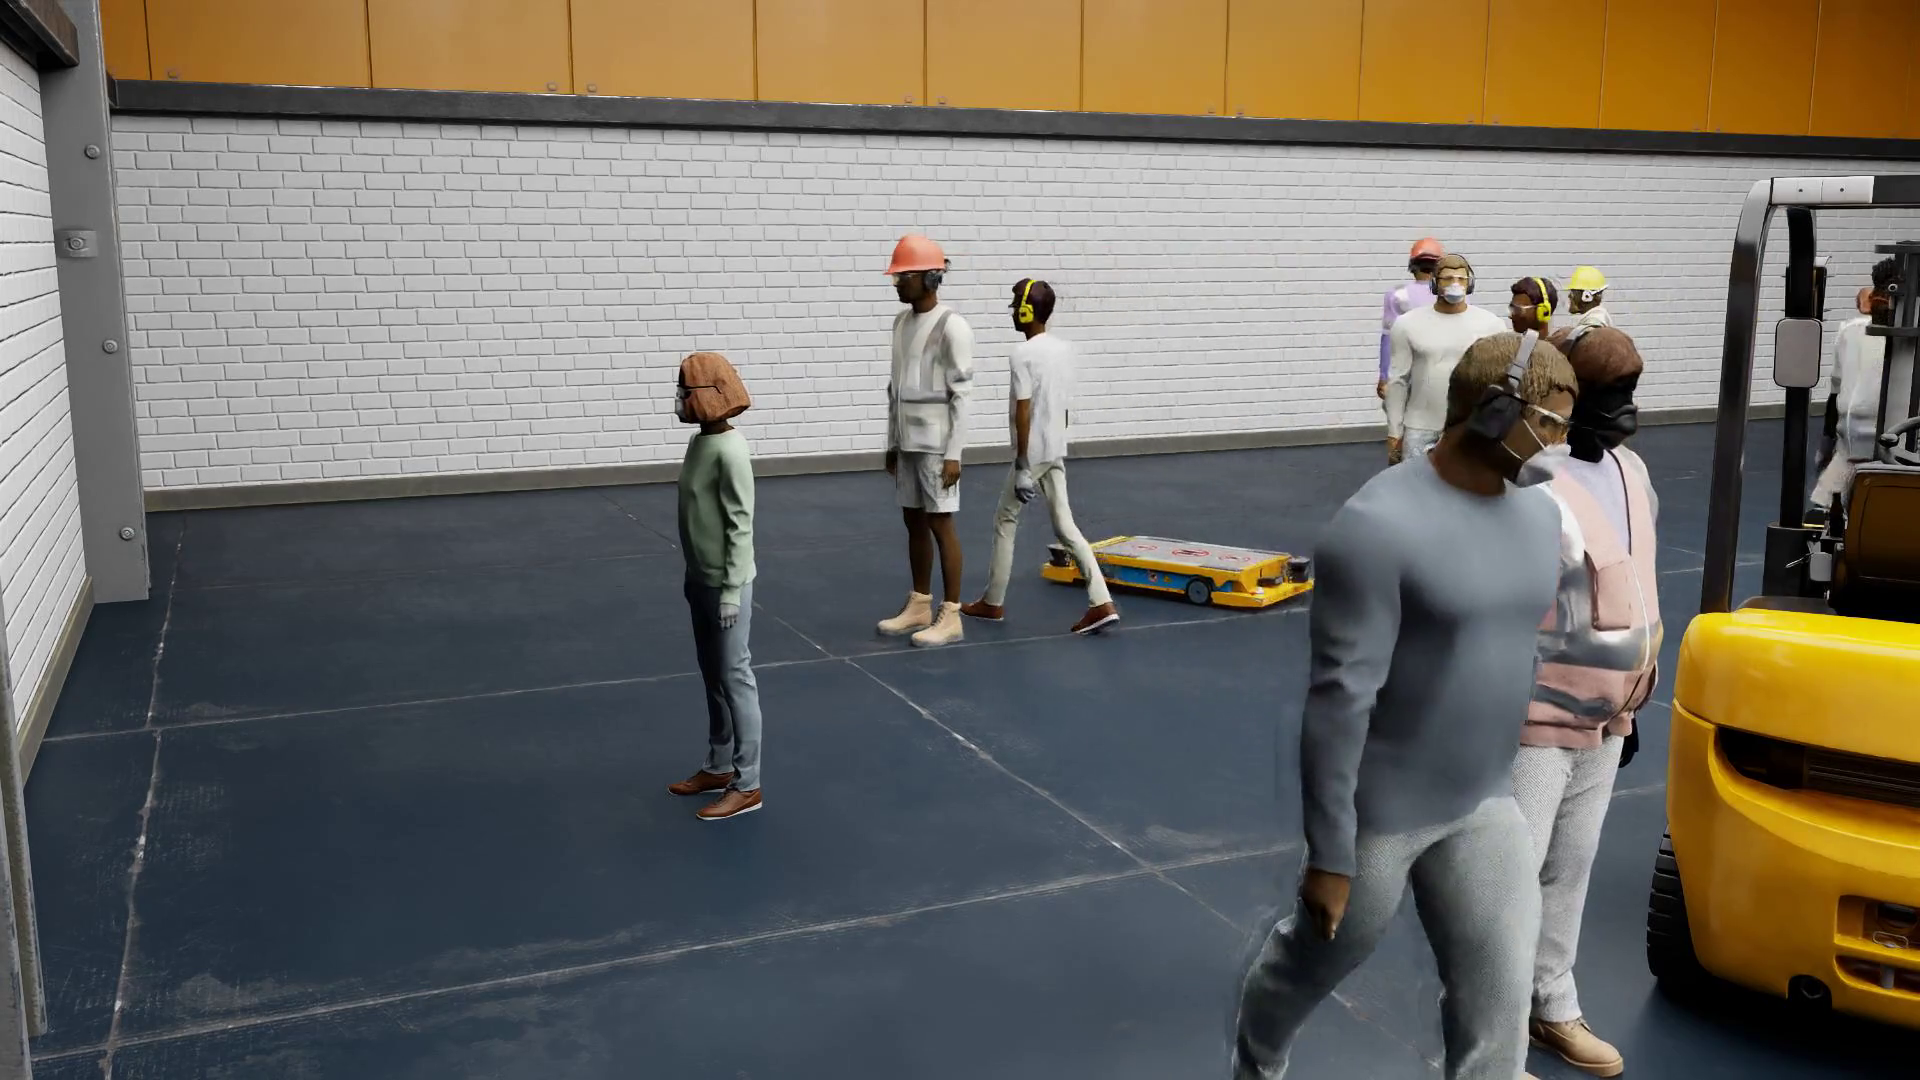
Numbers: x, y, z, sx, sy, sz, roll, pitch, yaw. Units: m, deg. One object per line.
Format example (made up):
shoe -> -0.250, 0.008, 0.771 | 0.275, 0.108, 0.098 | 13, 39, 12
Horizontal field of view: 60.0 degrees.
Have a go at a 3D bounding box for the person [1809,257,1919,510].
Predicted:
person -> 4.536, -0.446, 8.383 | 0.483, 1.934, 0.733 | -3, 11, -14

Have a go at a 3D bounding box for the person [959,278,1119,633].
person -> 0.425, -0.432, 8.584 | 0.978, 1.832, 0.531 | 9, 13, 40

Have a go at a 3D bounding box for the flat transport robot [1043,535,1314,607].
flat transport robot -> 1.250, 0.160, 9.602 | 1.431, 0.197, 0.652 | 8, 13, 36

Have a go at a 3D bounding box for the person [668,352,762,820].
person -> -0.867, 0.157, 5.859 | 0.279, 1.633, 0.501 | -5, 12, -27

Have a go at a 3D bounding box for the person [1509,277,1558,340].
person -> 2.803, -0.399, 8.393 | 0.949, 1.821, 0.559 | -1, 10, -5

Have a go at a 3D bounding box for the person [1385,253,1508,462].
person -> 2.659, -0.595, 9.160 | 0.633, 1.940, 0.368 | 3, 11, 16

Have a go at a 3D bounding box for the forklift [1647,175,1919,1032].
forklift -> 2.810, 0.094, 4.662 | 1.214, 2.155, 2.313 | 7, 12, 34

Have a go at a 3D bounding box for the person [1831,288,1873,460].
person -> 7.779, -1.363, 14.338 | 0.513, 1.595, 0.861 | 3, 11, 17

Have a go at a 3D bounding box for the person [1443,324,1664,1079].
person -> 1.396, 0.415, 3.906 | 0.618, 1.836, 0.432 | -8, 13, -39

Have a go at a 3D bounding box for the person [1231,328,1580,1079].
person -> 0.884, 0.523, 3.248 | 0.710, 1.861, 1.051 | -6, 12, -28

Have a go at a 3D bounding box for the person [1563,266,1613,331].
person -> 4.505, -1.056, 12.031 | 0.403, 1.827, 0.596 | 4, 11, 19

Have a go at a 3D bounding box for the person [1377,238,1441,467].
person -> 3.504, -1.292, 12.772 | 0.654, 2.019, 0.735 | 0, 10, 2

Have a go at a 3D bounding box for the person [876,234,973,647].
person -> -0.196, -0.488, 8.286 | 0.390, 2.040, 0.614 | -7, 12, -34
